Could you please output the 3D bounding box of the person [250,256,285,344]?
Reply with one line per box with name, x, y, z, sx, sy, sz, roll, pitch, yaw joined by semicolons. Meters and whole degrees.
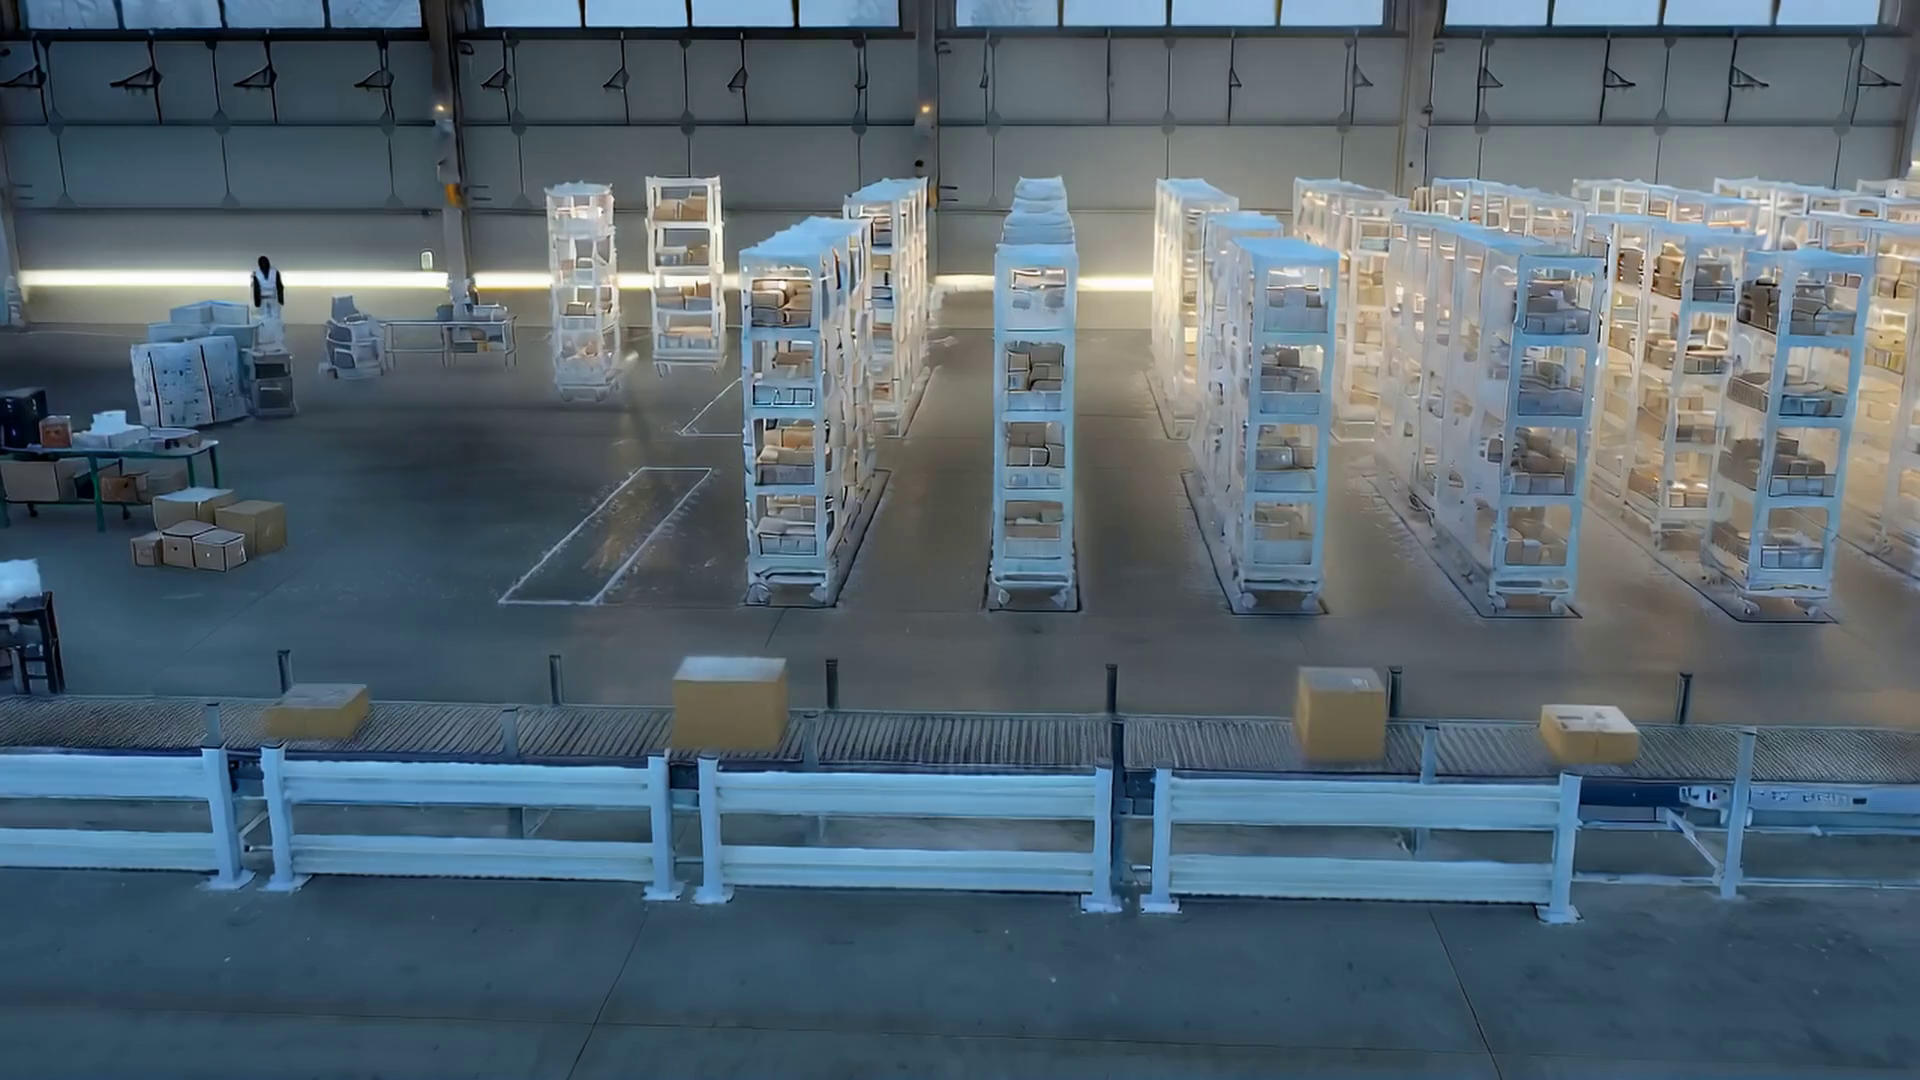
person;-14.366;-4.976;34.554;0.633;1.834;0.431;-8;17;-26
